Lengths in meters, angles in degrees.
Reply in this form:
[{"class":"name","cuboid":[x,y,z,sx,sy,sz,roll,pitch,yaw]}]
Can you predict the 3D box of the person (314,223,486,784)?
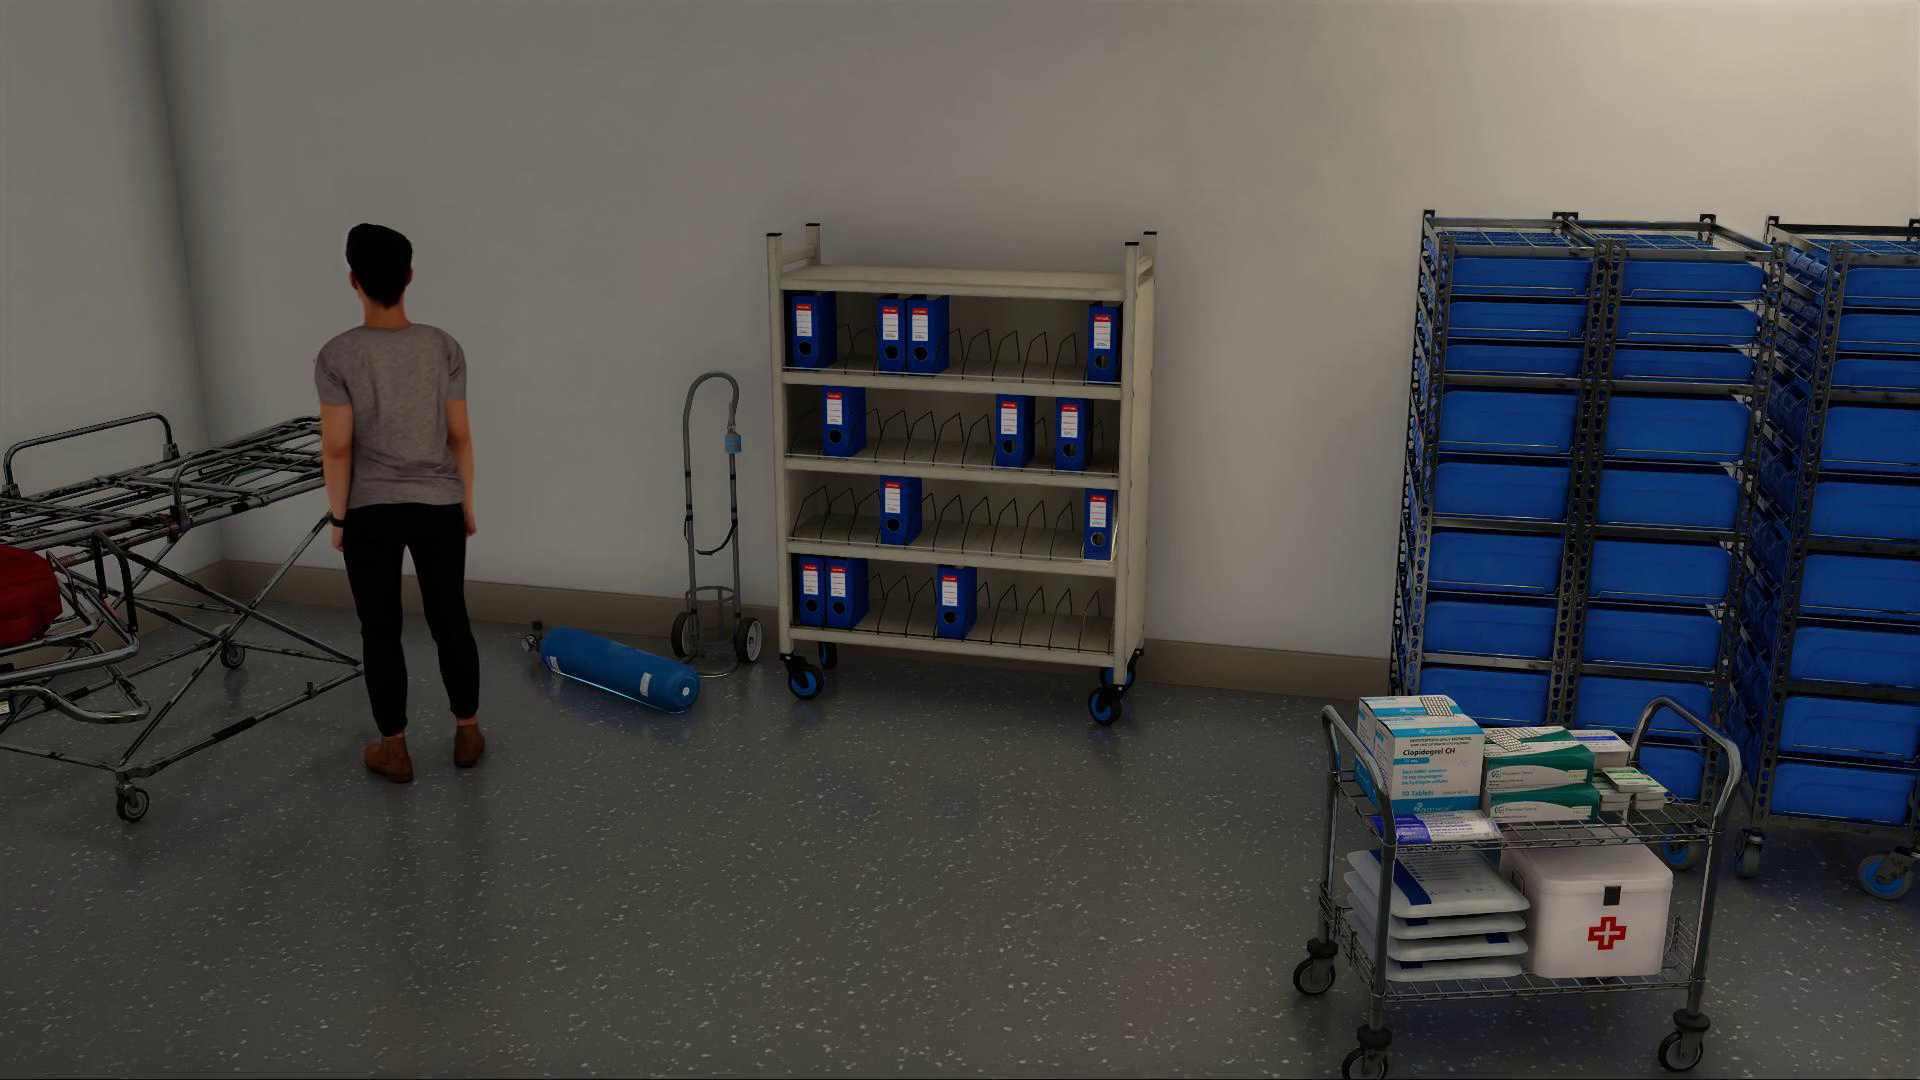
[{"class":"person","cuboid":[-1.724,-0.108,5.131,0.668,1.722,0.730,-9,18,-29]}]
